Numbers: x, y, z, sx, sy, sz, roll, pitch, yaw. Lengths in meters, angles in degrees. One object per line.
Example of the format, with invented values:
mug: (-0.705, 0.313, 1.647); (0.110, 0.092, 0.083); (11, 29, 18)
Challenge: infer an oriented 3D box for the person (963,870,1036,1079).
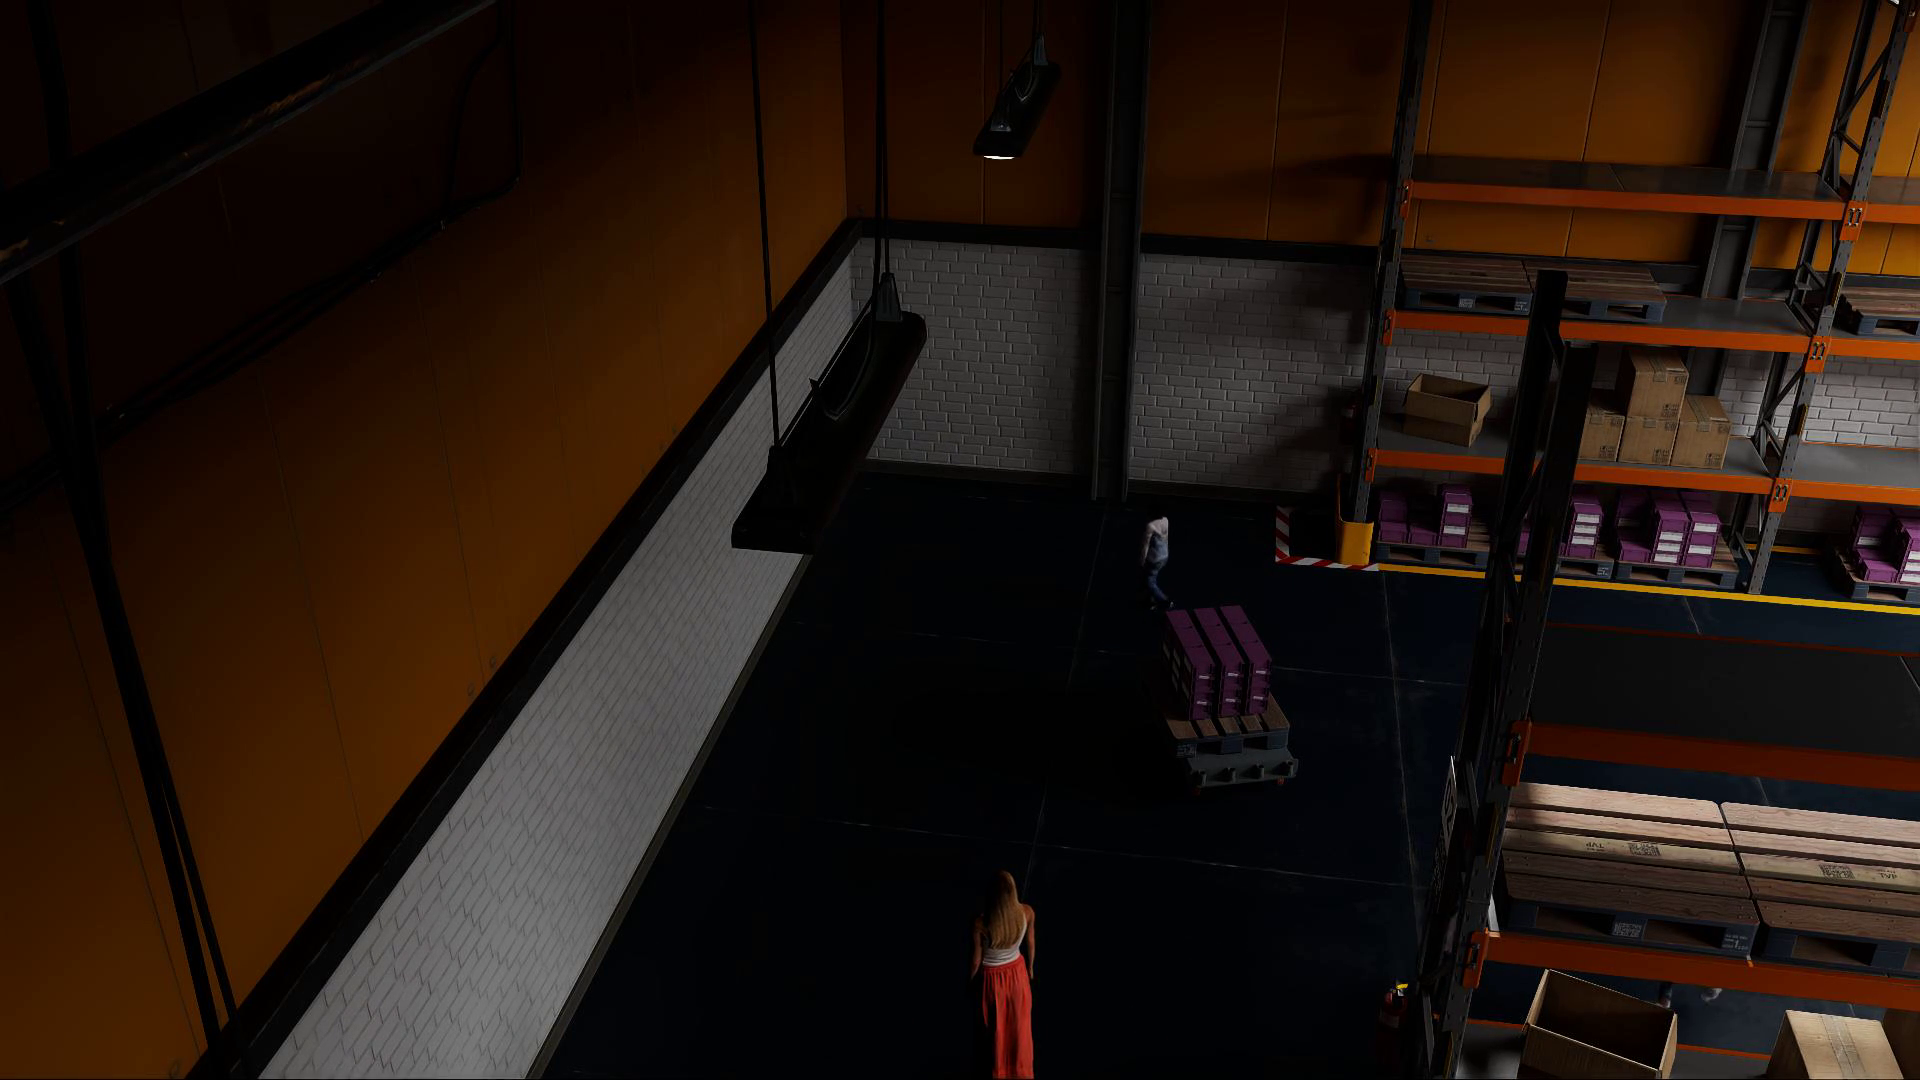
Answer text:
person: (0.264, 2.888, 10.830); (0.675, 1.802, 0.789); (-9, 30, -15)

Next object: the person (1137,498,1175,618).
person: (1.942, 0.185, 16.368); (0.709, 1.245, 0.813); (-25, 37, -38)

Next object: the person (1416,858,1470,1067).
person: (3.142, 2.863, 11.065); (0.897, 1.620, 0.847); (-17, 33, -28)
